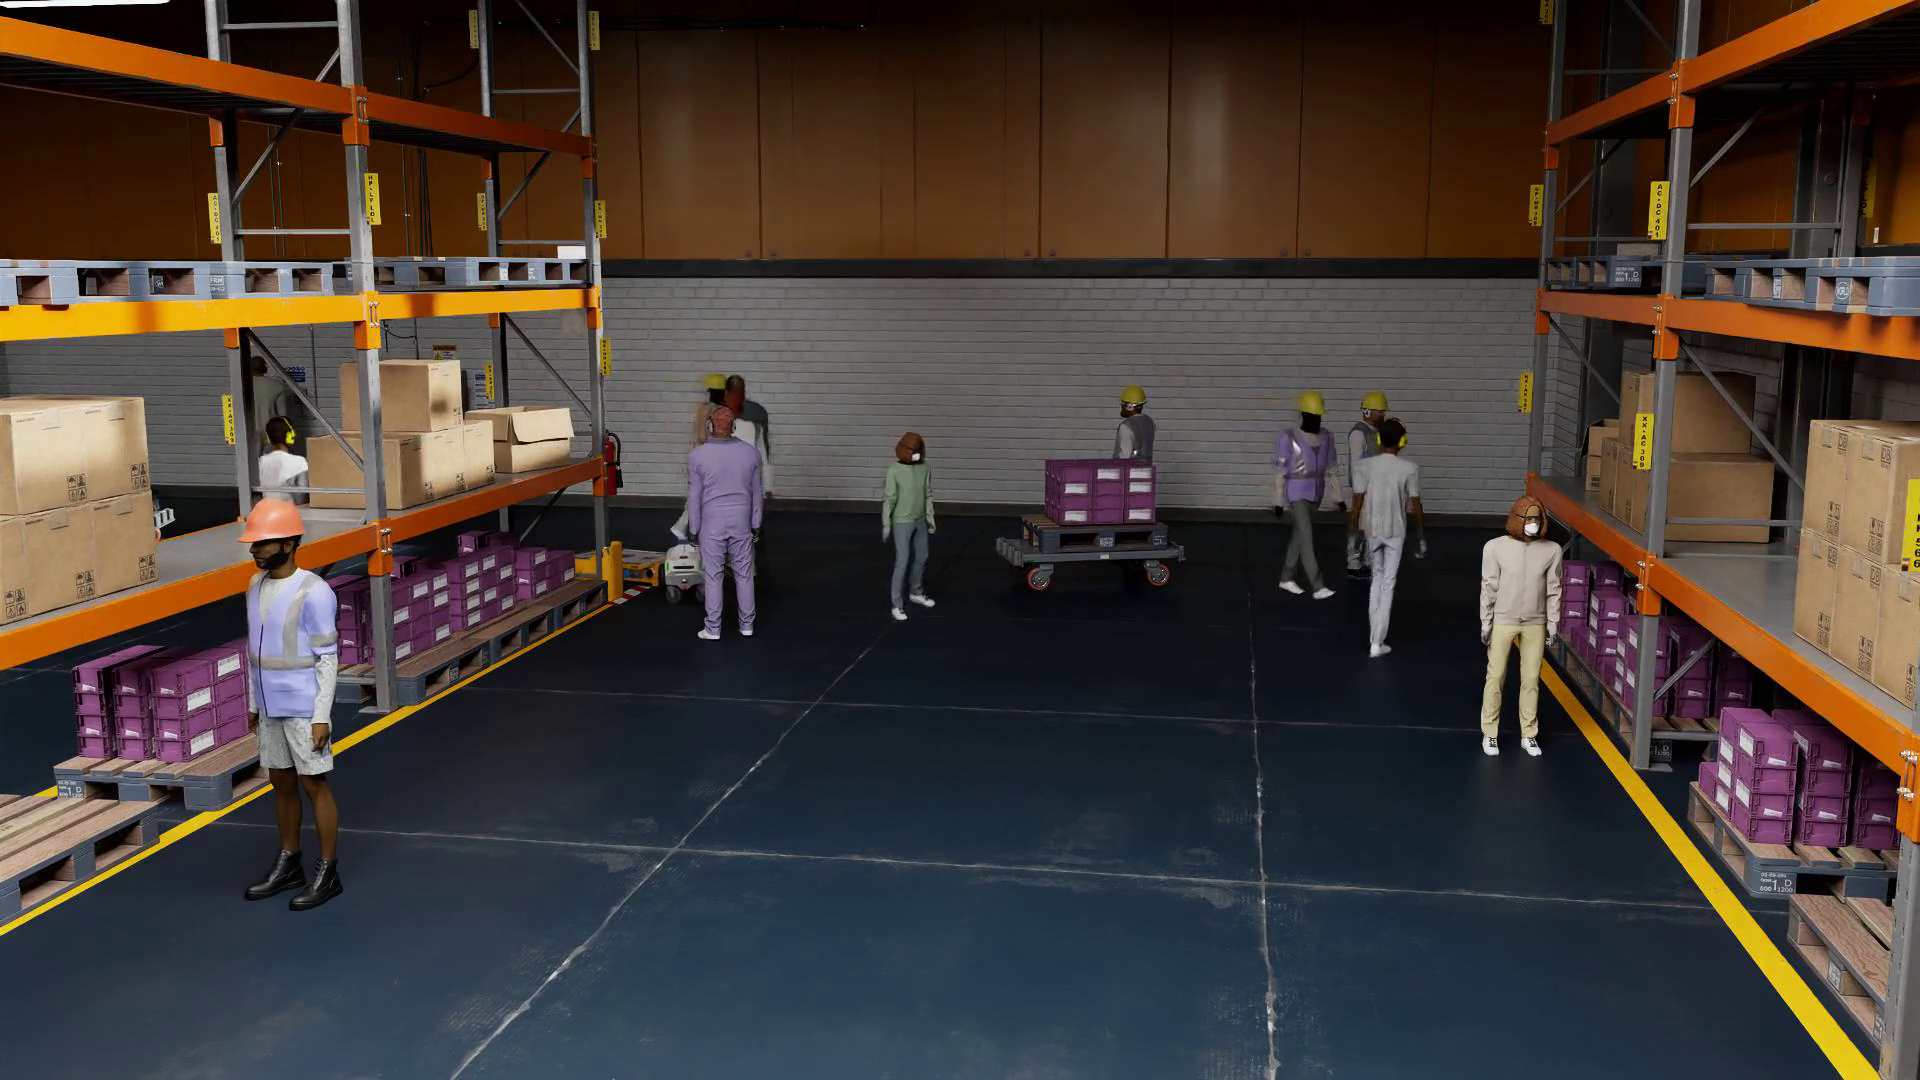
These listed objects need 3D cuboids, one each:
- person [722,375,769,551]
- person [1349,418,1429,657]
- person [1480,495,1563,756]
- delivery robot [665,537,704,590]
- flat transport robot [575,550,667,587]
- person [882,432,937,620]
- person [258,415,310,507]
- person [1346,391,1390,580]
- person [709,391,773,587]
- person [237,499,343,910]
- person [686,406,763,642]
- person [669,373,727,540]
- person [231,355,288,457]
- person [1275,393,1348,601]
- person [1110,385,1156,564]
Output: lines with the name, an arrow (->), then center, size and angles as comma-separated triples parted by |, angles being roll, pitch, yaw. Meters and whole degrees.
person -> -2.253, -0.777, 17.443 | 0.643, 1.913, 0.701 | -6, 11, -34
person -> 3.396, -0.033, 13.049 | 0.554, 1.840, 0.753 | 7, 11, 36
person -> 3.450, 0.529, 10.263 | 0.496, 1.629, 0.277 | 0, 9, 2
delivery robot -> -2.512, 0.218, 15.185 | 0.477, 0.478, 0.707 | -1, 9, -8
flat transport robot -> -3.191, 0.252, 16.137 | 1.431, 0.197, 0.652 | 5, 10, 27
person -> -0.443, -0.146, 14.459 | 0.692, 1.615, 0.464 | -9, 13, -44
person -> -5.435, -0.078, 13.362 | 0.523, 1.849, 0.854 | 3, 10, 16
person -> 3.983, -0.533, 16.185 | 0.403, 1.827, 0.600 | 7, 11, 35
person -> -2.177, -0.501, 15.947 | 0.665, 1.831, 0.970 | -8, 12, -42
person -> -3.163, 0.769, 7.820 | 0.543, 1.939, 0.360 | 5, 11, 29
person -> -1.912, -0.131, 13.470 | 0.643, 1.909, 0.410 | -5, 10, -27
person -> -2.758, -0.897, 18.290 | 0.996, 1.881, 0.599 | -4, 10, -25
person -> -8.736, -1.335, 20.796 | 0.629, 1.939, 0.374 | -5, 10, -28
person -> 3.218, -0.391, 15.122 | 0.604, 1.880, 0.947 | -5, 11, -30
person -> 1.754, -0.666, 16.983 | 0.404, 1.836, 0.597 | 6, 11, 33
